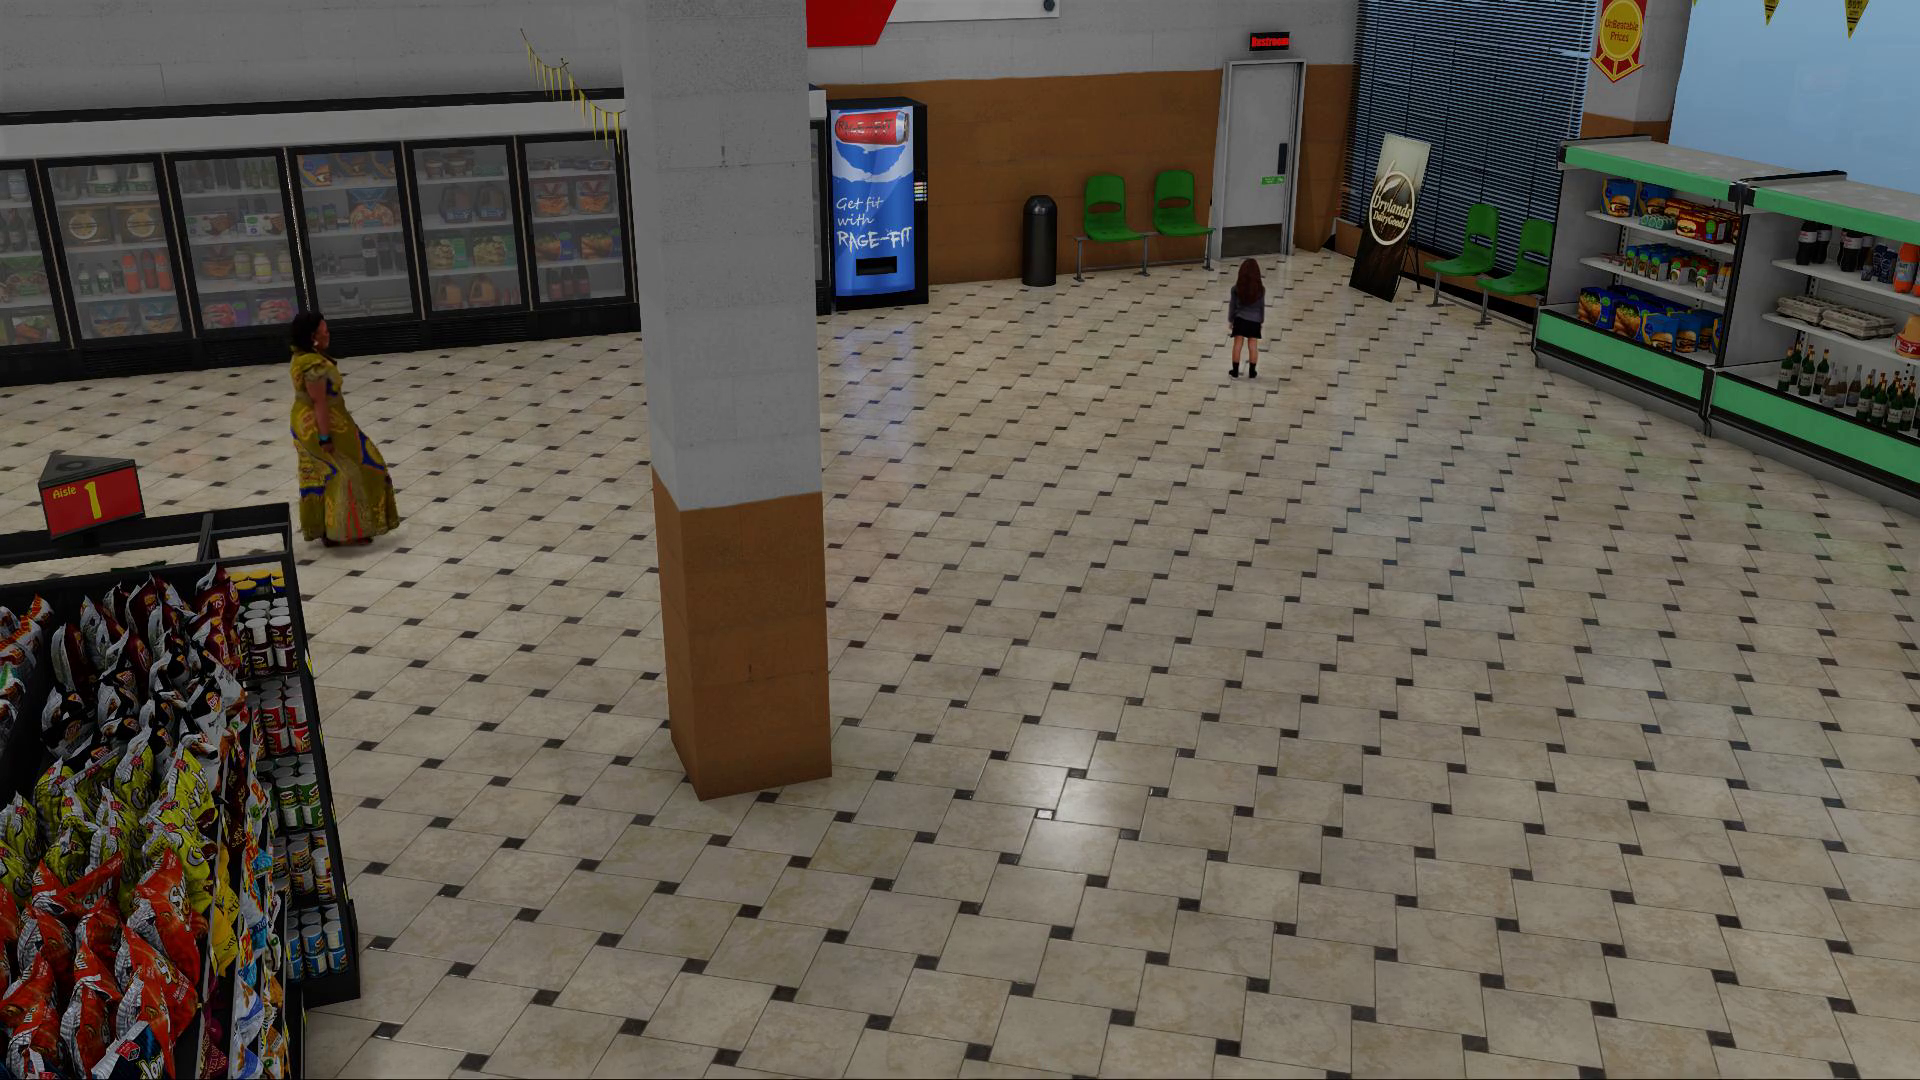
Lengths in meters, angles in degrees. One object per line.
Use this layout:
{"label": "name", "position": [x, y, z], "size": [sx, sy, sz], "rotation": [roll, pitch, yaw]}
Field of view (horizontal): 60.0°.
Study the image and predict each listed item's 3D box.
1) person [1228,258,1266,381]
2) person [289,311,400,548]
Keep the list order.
{"label": "person", "position": [2.608, -2.013, 15.122], "size": [0.533, 1.103, 0.544], "rotation": [1, 22, 2]}
{"label": "person", "position": [-4.341, -0.707, 11.141], "size": [0.872, 1.648, 0.848], "rotation": [-12, 25, -28]}
